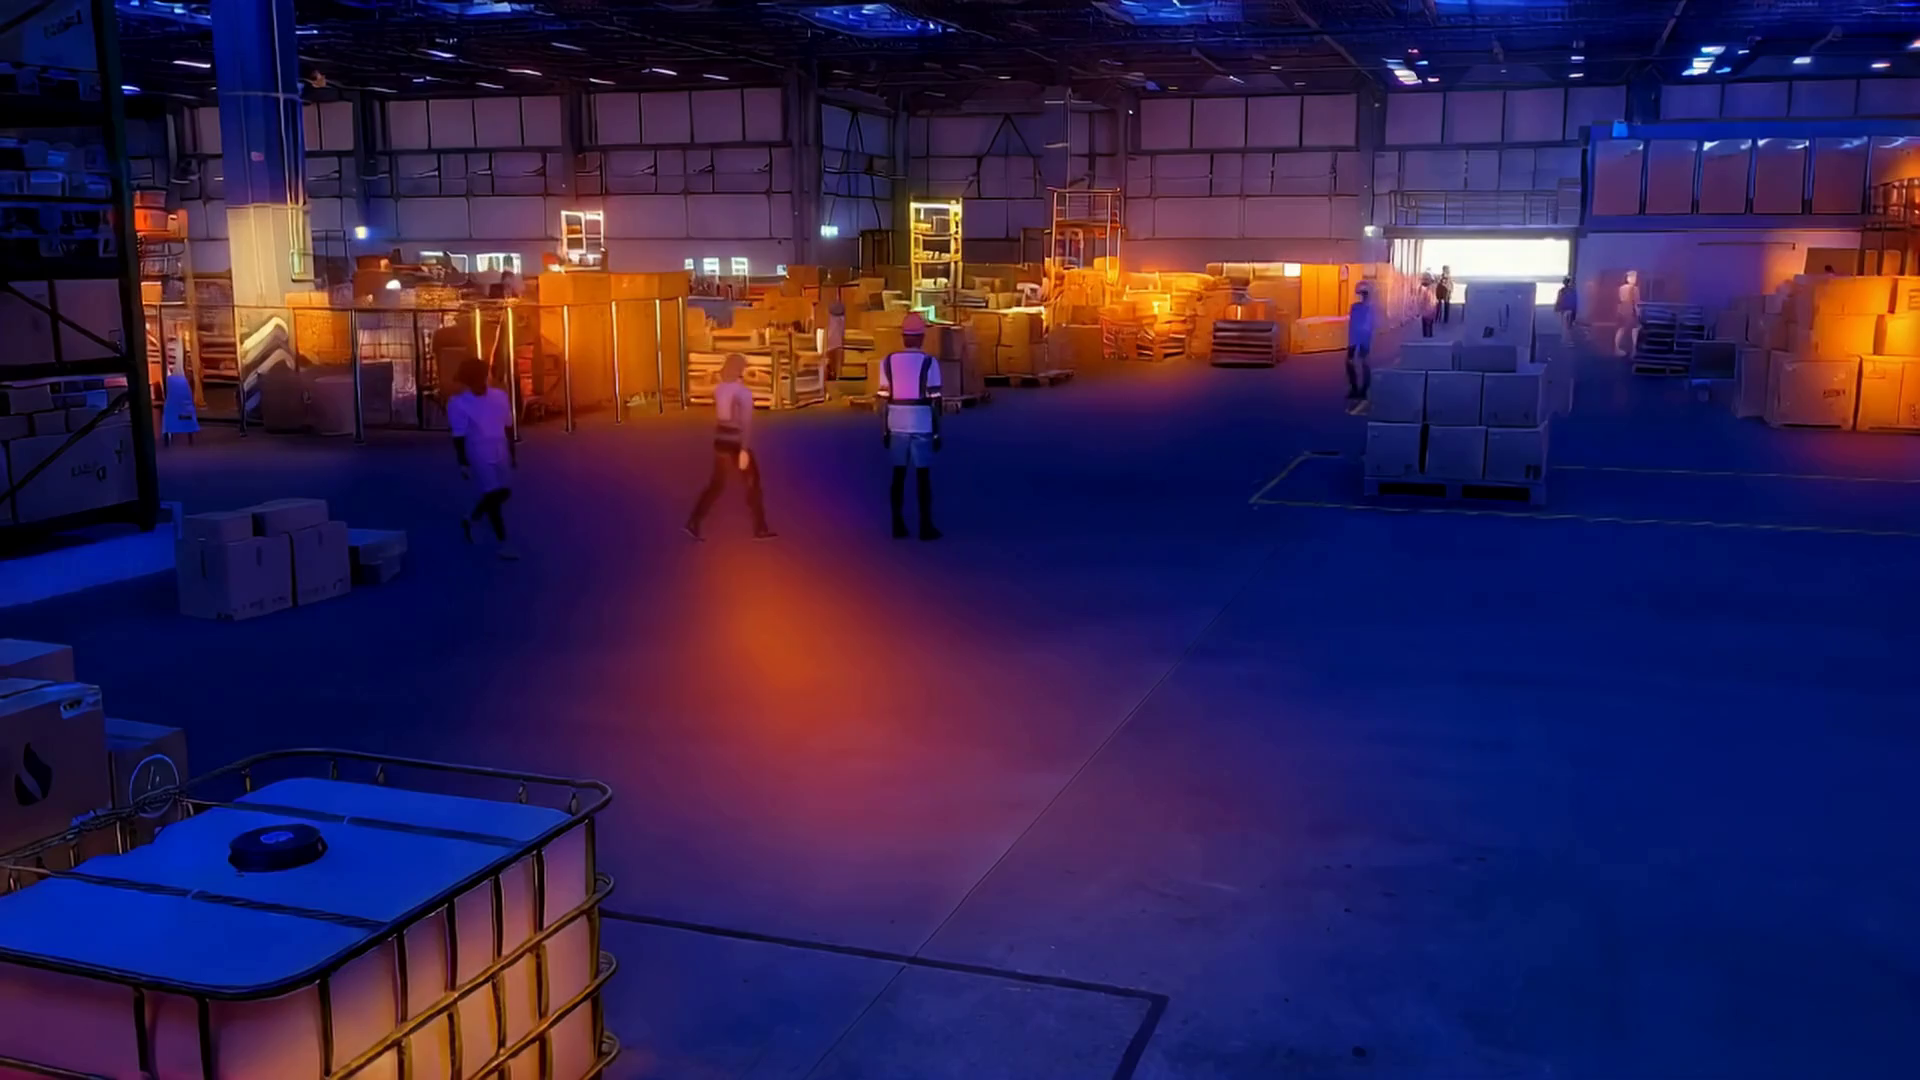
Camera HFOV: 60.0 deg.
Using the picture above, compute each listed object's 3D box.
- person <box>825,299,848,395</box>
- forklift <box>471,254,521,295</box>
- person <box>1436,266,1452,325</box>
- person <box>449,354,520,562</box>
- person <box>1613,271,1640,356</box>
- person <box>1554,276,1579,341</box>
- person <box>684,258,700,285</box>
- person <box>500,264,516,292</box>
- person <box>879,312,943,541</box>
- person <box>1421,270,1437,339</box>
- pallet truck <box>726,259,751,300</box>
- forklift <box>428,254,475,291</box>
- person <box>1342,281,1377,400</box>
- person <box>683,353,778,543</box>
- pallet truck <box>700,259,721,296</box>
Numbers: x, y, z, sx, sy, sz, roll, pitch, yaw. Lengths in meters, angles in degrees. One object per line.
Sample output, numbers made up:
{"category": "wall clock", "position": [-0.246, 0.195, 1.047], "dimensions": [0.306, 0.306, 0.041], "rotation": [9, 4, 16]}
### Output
{"category": "person", "position": [-2.091, -3.205, 27.680], "dimensions": [0.420, 1.618, 0.509], "rotation": [3, 11, 17]}
{"category": "forklift", "position": [-17.990, -10.121, 64.684], "dimensions": [1.157, 1.987, 2.680], "rotation": [3, 11, 17]}
{"category": "person", "position": [15.223, -7.681, 52.239], "dimensions": [0.512, 1.846, 0.340], "rotation": [8, 13, 38]}
{"category": "person", "position": [-3.808, -0.664, 13.223], "dimensions": [0.666, 1.652, 0.562], "rotation": [8, 13, 38]}
{"category": "person", "position": [15.198, -5.128, 37.634], "dimensions": [0.960, 1.919, 0.635], "rotation": [-5, 11, -26]}
{"category": "person", "position": [14.973, -5.649, 41.120], "dimensions": [0.550, 1.726, 0.848], "rotation": [8, 13, 37]}
{"category": "person", "position": [-9.276, -8.705, 57.455], "dimensions": [0.612, 2.043, 0.374], "rotation": [-8, 13, -39]}
{"category": "person", "position": [-15.241, -8.358, 55.996], "dimensions": [0.910, 1.871, 0.643], "rotation": [2, 10, 11]}
{"category": "person", "position": [-0.401, -0.961, 14.142], "dimensions": [0.552, 1.935, 0.373], "rotation": [3, 11, 17]}
{"category": "person", "position": [10.755, -5.229, 38.229], "dimensions": [0.391, 1.919, 0.593], "rotation": [4, 11, 23]}
{"category": "pallet truck", "position": [-7.986, -9.493, 62.019], "dimensions": [0.823, 1.965, 1.885], "rotation": [3, 11, 17]}
{"category": "forklift", "position": [-20.133, -10.254, 65.465], "dimensions": [1.157, 1.987, 2.680], "rotation": [3, 11, 19]}
{"category": "person", "position": [6.417, -3.214, 26.869], "dimensions": [0.576, 1.919, 0.560], "rotation": [-7, 12, -33]}
{"category": "person", "position": [-1.961, -0.767, 13.987], "dimensions": [0.823, 1.605, 0.523], "rotation": [-9, 13, -40]}
{"category": "pallet truck", "position": [-9.165, -9.627, 62.776], "dimensions": [0.823, 1.965, 1.885], "rotation": [4, 11, 23]}
